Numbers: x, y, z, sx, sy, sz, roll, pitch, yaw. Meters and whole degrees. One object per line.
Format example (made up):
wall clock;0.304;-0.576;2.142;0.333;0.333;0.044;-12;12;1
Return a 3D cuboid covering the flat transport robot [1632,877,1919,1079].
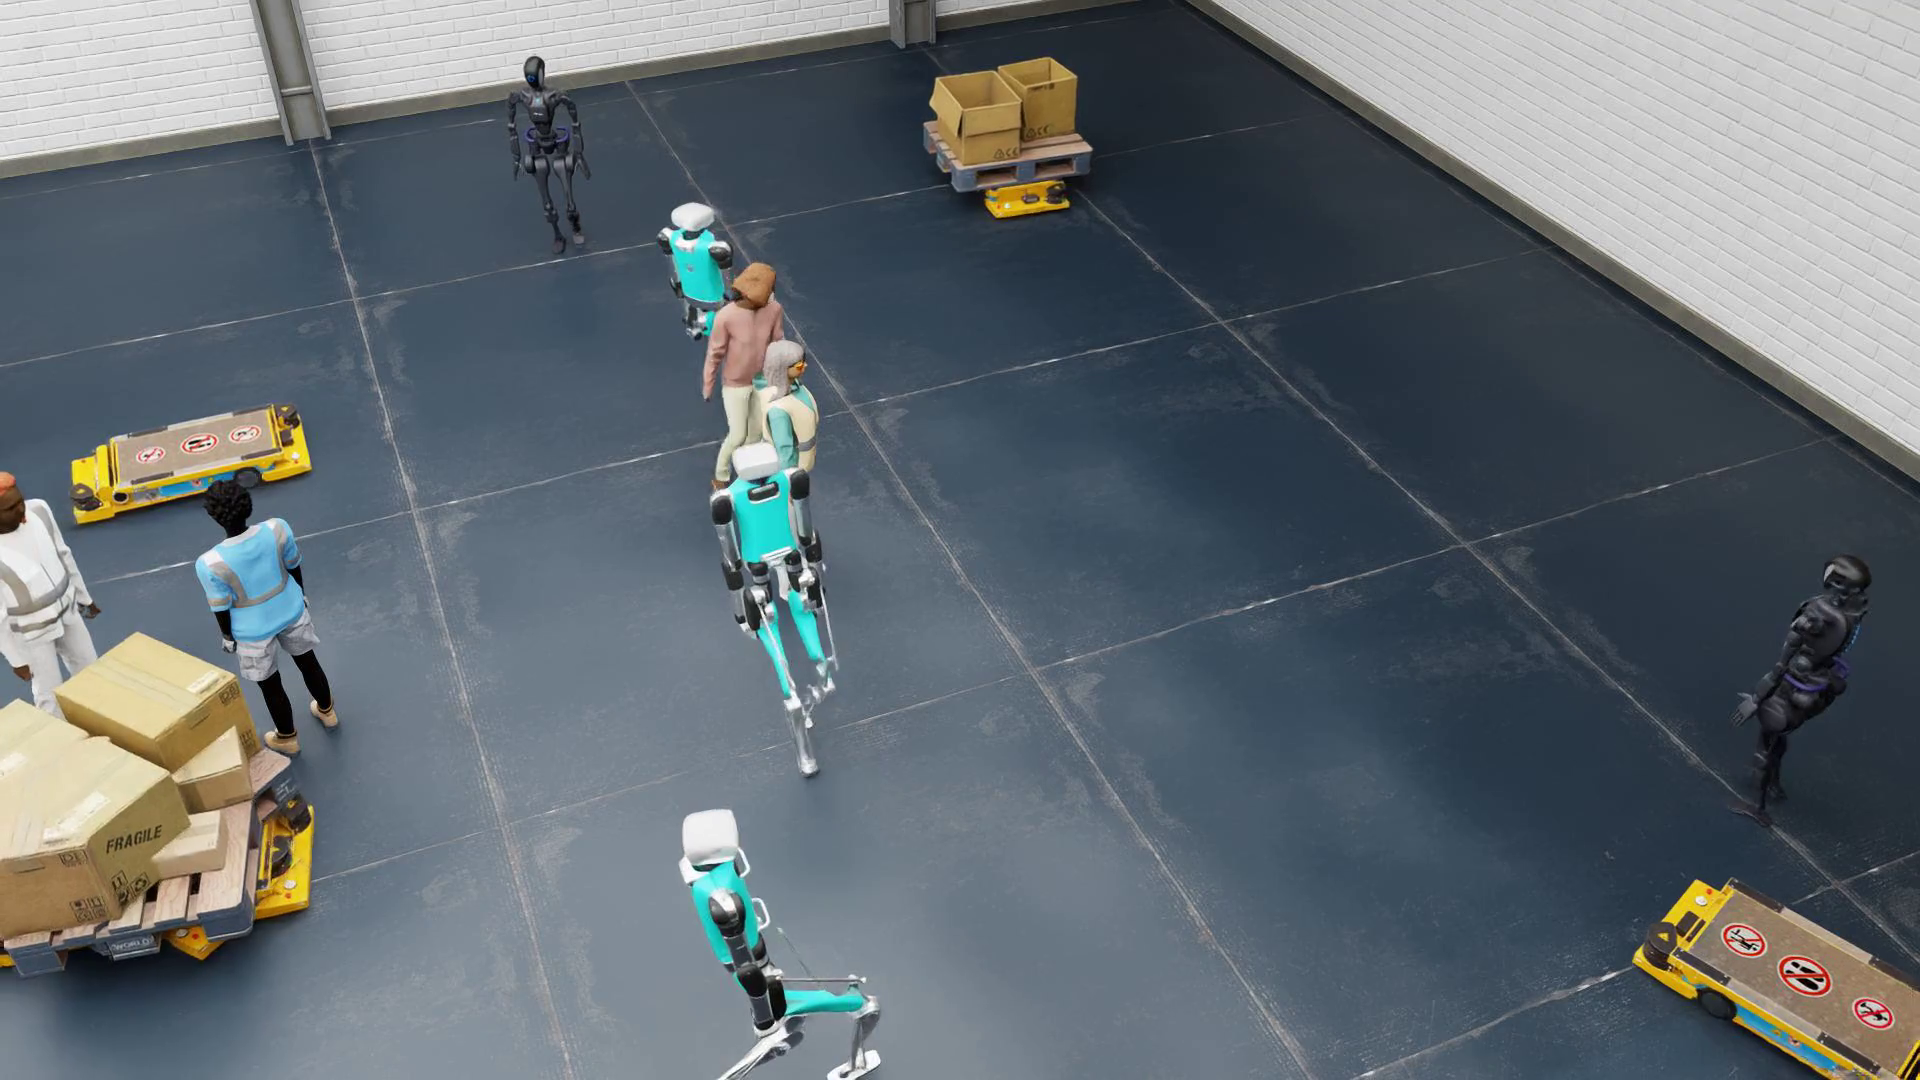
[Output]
flat transport robot;3.890;2.090;7.553;1.431;0.231;0.659;31;47;34

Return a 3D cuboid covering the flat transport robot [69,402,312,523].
flat transport robot;-5.066;-0.521;10.951;1.431;0.231;0.659;-15;40;-19

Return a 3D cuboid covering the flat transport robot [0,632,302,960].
flat transport robot;-4.039;1.542;8.266;1.431;0.231;0.659;18;41;22

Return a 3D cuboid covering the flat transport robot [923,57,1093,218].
flat transport robot;0.387;-3.210;14.451;0.659;0.231;1.431;-11;39;-14

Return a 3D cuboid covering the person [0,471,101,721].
person;-4.618;0.422;8.407;0.347;1.878;0.587;9;38;12

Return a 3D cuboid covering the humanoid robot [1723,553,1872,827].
humanoid robot;4.112;0.729;8.170;0.586;1.655;0.330;-20;42;-24

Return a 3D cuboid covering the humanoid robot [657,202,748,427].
humanoid robot;-1.524;-1.507;11.045;0.541;1.789;0.821;17;41;21

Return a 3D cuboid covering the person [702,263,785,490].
person;-1.330;-0.995;10.472;0.577;1.592;0.317;-28;46;-32

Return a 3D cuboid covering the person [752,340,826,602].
person;-0.990;-0.398;9.609;0.368;1.709;0.465;1;38;1

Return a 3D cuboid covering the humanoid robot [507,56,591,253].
humanoid robot;-3.228;-3.025;13.057;0.616;1.635;0.364;-2;38;-3

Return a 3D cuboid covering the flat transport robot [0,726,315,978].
flat transport robot;-3.932;1.646;8.131;1.431;0.231;0.659;-9;38;-11

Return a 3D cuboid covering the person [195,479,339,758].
person;-3.580;0.400;8.578;0.318;1.699;0.534;25;44;28

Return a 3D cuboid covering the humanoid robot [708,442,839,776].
humanoid robot;-0.847;0.433;8.513;0.546;1.764;0.910;-18;41;-22

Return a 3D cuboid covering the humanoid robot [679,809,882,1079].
humanoid robot;-0.703;1.731;6.856;1.073;1.749;0.560;-14;40;-18
